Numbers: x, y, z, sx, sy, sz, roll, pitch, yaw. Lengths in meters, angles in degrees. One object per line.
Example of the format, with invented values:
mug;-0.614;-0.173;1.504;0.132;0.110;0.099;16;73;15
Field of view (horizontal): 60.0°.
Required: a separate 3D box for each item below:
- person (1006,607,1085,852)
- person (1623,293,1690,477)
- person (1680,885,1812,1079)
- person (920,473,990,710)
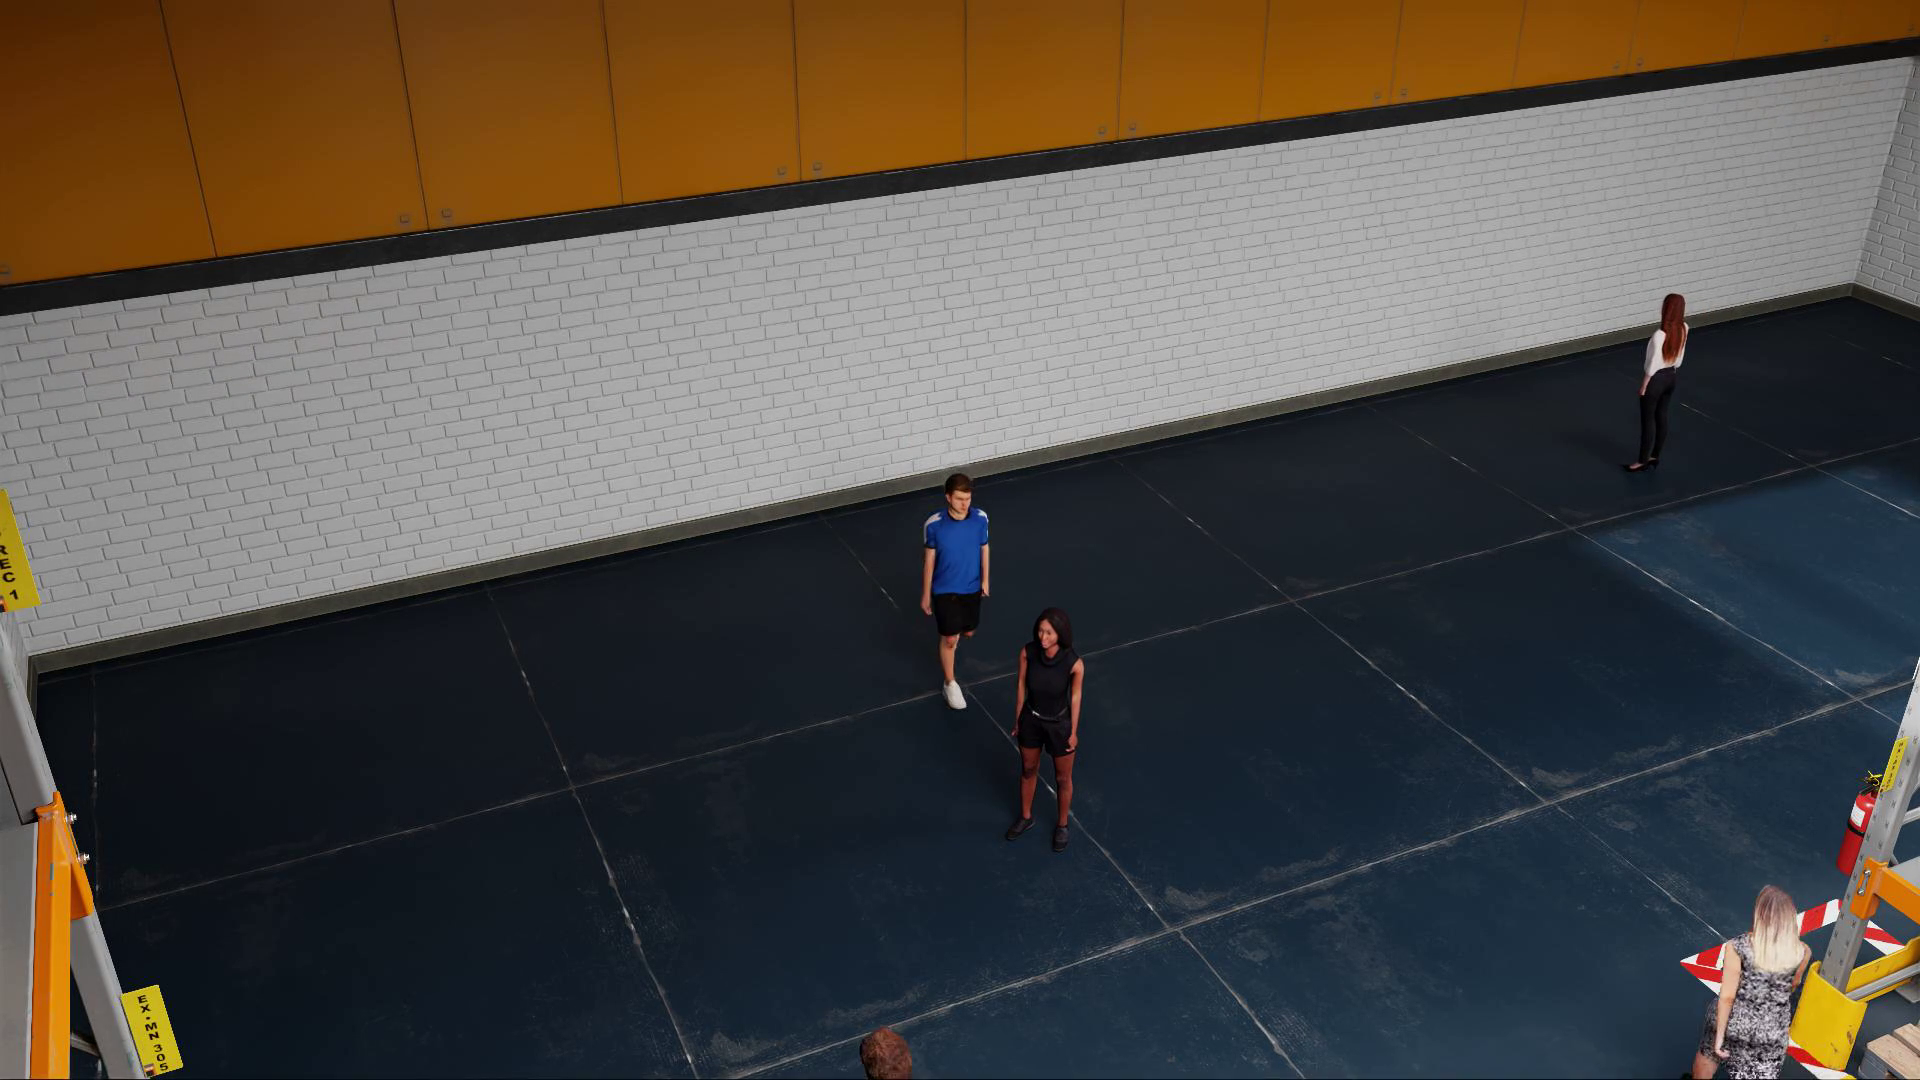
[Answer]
person;0.561;1.200;10.656;0.664;1.740;0.734;11;31;20
person;6.504;-1.447;15.488;0.617;1.759;0.521;-16;33;-27
person;3.964;2.529;8.302;1.048;1.659;1.190;7;29;12
person;-0.057;0.289;12.217;0.777;1.843;1.072;-8;30;-14
